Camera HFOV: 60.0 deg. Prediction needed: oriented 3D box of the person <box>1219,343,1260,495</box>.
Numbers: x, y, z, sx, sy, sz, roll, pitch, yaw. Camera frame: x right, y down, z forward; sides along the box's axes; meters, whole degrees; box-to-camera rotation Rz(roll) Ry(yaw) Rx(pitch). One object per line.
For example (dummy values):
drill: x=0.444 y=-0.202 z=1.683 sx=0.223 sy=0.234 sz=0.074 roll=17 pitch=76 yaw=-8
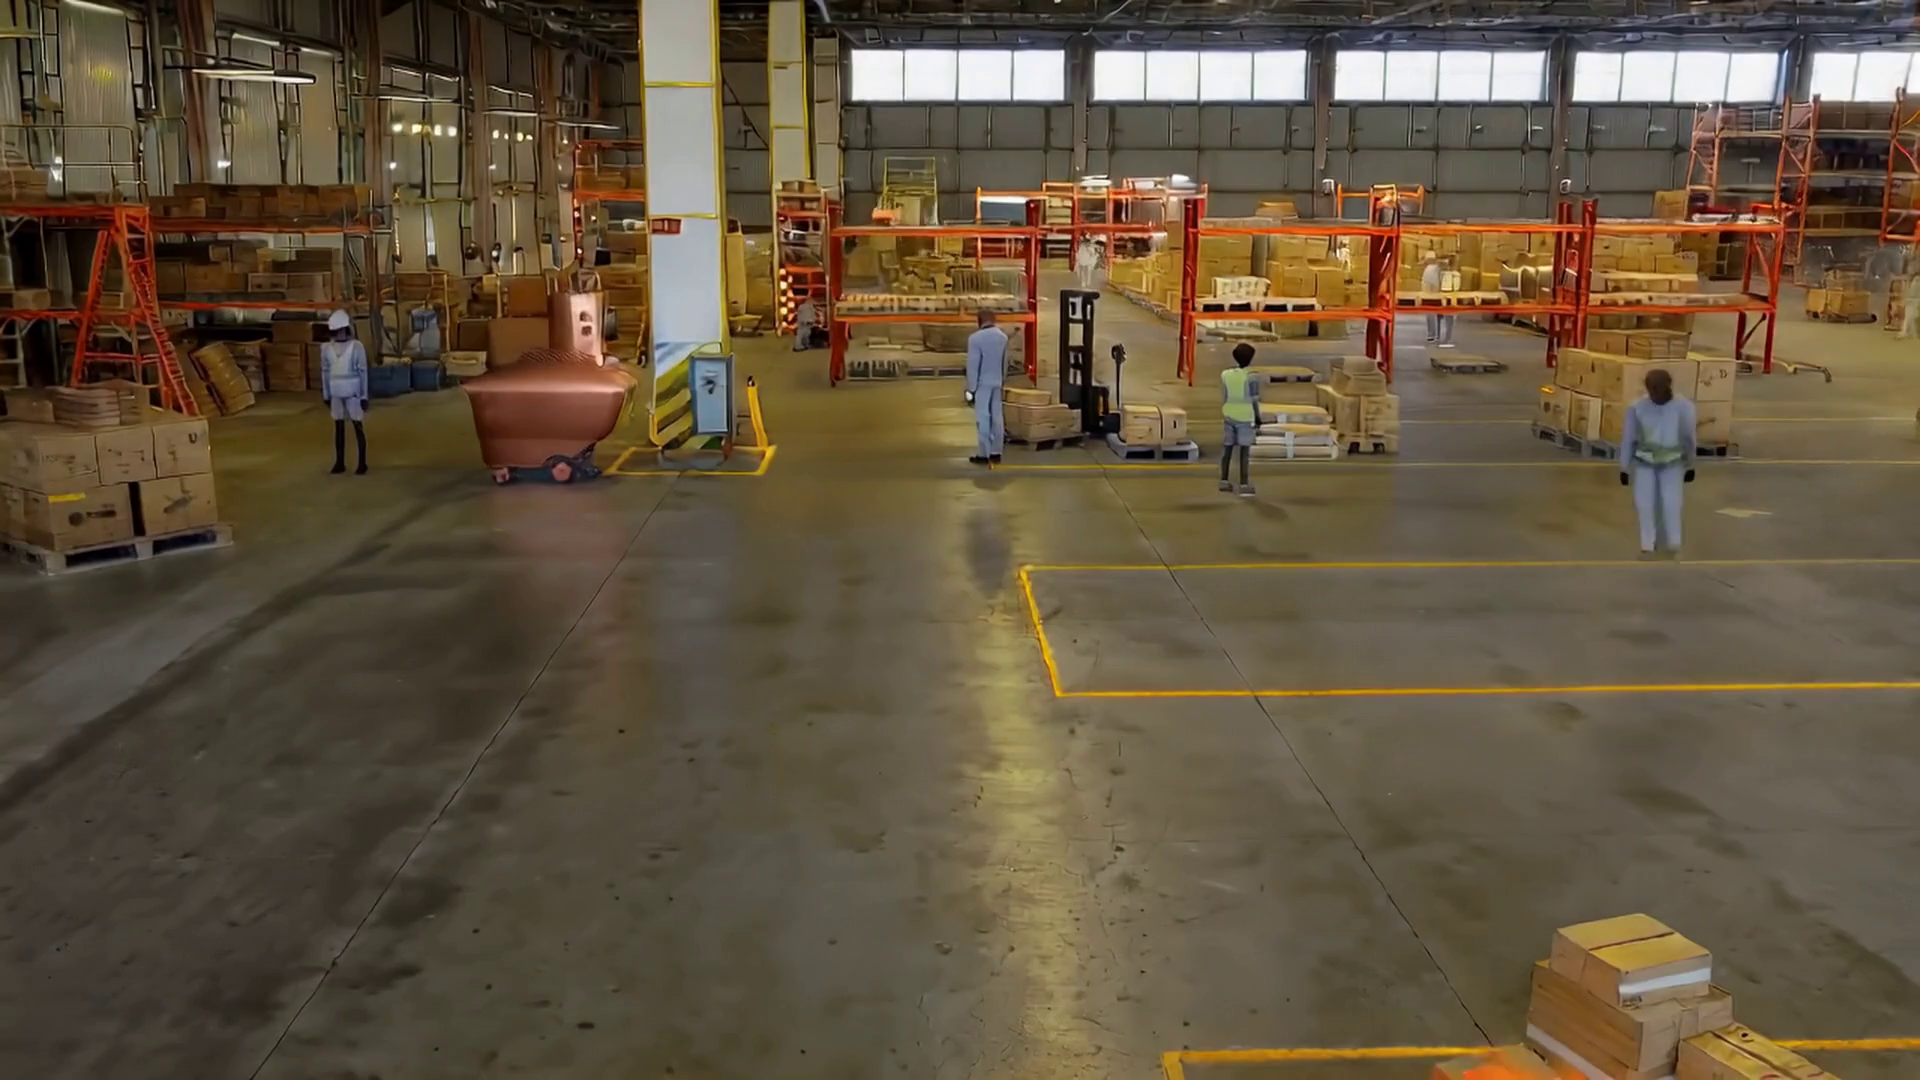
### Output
person: x=3.118 y=-1.351 z=18.540 sx=0.321 sy=1.692 sz=0.534 roll=-10 pitch=16 yaw=-39

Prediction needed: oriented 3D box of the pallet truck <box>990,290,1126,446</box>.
pallet truck: x=1.257 y=-2.299 z=22.111 sx=1.885 sy=1.965 sz=0.823 roll=-9 pitch=15 yaw=-35

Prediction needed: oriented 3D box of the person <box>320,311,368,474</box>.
person: x=-7.316 y=-1.747 z=19.755 sx=0.552 sy=1.937 sz=0.358 roll=0 pitch=12 yaw=0

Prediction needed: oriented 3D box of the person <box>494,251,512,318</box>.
person: x=-11.269 y=-6.263 z=40.847 sx=0.319 sy=1.631 sz=0.525 roll=-11 pitch=16 yaw=-40

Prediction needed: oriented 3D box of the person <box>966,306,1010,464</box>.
person: x=0.325 y=-1.898 z=20.437 sx=0.632 sy=1.940 sz=0.372 roll=-12 pitch=17 yaw=-43

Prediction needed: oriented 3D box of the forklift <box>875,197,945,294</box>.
forklift: x=-1.451 y=-8.633 z=48.698 sx=1.873 sy=2.768 sz=1.129 roll=2 pitch=13 yaw=11

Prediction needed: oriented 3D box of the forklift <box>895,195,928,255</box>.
forklift: x=-1.602 y=-9.549 z=52.834 sx=1.129 sy=2.768 sz=1.873 roll=1 pitch=13 yaw=5

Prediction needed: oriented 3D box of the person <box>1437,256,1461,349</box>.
person: x=9.958 y=-4.820 z=33.781 sx=0.355 sy=1.876 sz=0.574 roll=-4 pitch=13 yaw=-19

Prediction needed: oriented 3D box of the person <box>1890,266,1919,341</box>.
person: x=20.200 y=-5.028 z=35.355 sx=0.871 sy=1.594 sz=0.520 roll=-3 pitch=13 yaw=-14

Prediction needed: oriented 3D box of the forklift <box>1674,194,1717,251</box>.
forklift: x=24.248 y=-9.960 z=54.691 sx=1.129 sy=2.768 sz=1.873 roll=-3 pitch=13 yaw=-15

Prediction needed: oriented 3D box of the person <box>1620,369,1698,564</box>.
person: x=6.362 y=-0.667 z=15.187 sx=0.647 sy=1.805 sz=0.495 roll=5 pitch=13 yaw=22

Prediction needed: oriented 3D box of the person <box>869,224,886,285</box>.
person: x=-2.559 y=-9.053 z=52.780 sx=0.631 sy=1.930 sz=0.399 roll=1 pitch=13 yaw=5

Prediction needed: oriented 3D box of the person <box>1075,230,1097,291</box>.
person: x=3.598 y=-7.914 z=47.651 sx=0.662 sy=1.910 sz=0.832 roll=2 pitch=13 yaw=7

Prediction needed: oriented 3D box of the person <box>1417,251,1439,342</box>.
person: x=9.897 y=-5.136 z=35.112 sx=0.406 sy=1.918 sz=0.583 roll=8 pitch=15 yaw=32
